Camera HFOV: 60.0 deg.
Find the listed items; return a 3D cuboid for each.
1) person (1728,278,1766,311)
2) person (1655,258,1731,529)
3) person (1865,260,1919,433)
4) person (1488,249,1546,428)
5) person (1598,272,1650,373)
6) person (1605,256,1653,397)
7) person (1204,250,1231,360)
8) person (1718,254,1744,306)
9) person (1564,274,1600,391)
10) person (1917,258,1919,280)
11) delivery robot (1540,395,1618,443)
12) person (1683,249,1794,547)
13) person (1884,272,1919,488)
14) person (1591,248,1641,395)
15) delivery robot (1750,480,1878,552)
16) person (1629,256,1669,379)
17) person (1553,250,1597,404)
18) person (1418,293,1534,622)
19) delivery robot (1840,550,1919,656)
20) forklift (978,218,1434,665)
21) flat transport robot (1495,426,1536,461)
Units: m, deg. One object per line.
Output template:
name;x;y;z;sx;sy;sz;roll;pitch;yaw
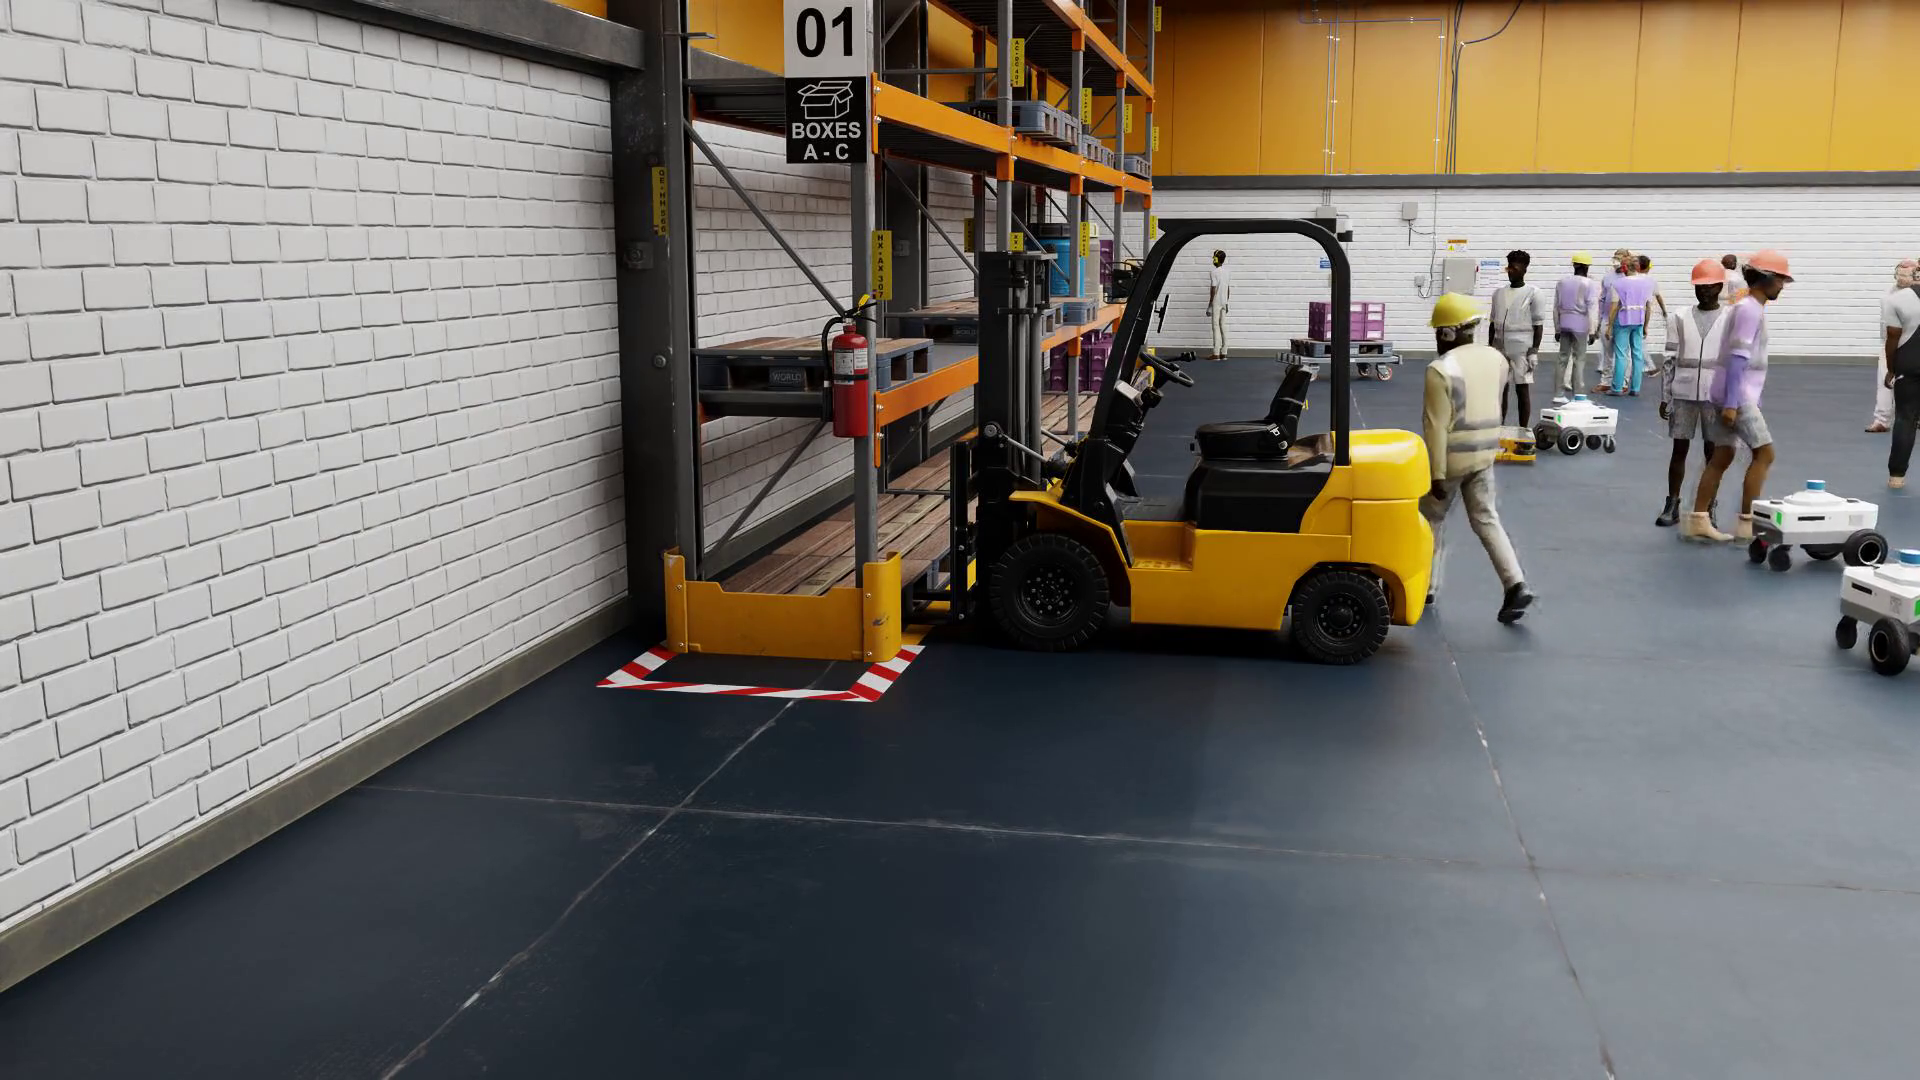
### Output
person;10.647;-2.869;22.690;0.643;1.665;0.552;-8;13;-36
person;5.312;-1.041;11.935;0.551;1.936;0.356;7;12;32
person;10.216;-2.082;17.907;0.974;1.860;0.649;-7;12;-33
person;5.475;-1.883;16.473;0.366;1.966;0.607;-8;13;-37
person;10.191;-3.389;25.418;0.931;1.717;0.522;-4;11;-20
person;8.760;-2.789;21.784;0.563;1.841;0.390;-1;10;-6
person;4.384;-3.991;28.294;0.520;1.871;0.326;-10;14;-43
person;11.971;-3.554;26.032;0.470;1.828;0.628;-7;12;-32
person;8.433;-2.857;22.799;0.713;1.606;0.576;-2;11;-13
person;13.672;-3.122;23.621;0.624;1.840;0.429;-7;12;-32
delivery robot;6.031;-1.174;16.198;0.707;0.478;0.477;-3;11;-16
person;5.326;-0.944;11.234;0.760;1.998;0.662;3;11;18
person;8.068;-1.436;13.820;0.688;2.000;0.536;7;12;34
person;8.724;-2.890;22.118;0.418;1.939;0.638;-6;12;-30
delivery robot;5.390;-0.137;10.513;0.707;0.478;0.477;-1;10;-7
person;10.127;-3.283;24.583;0.974;1.805;0.616;-5;12;-27
person;7.707;-2.655;20.815;0.381;1.924;0.593;-6;12;-31
person;2.787;-0.450;9.103;0.593;1.796;0.877;-5;11;-26
delivery robot;4.654;0.292;8.162;0.477;0.478;0.707;0;10;-1
forklift;1.285;-0.567;8.635;2.313;2.155;1.214;2;11;11
flat transport robot;5.162;-0.943;15.973;0.652;0.197;1.431;3;11;16
